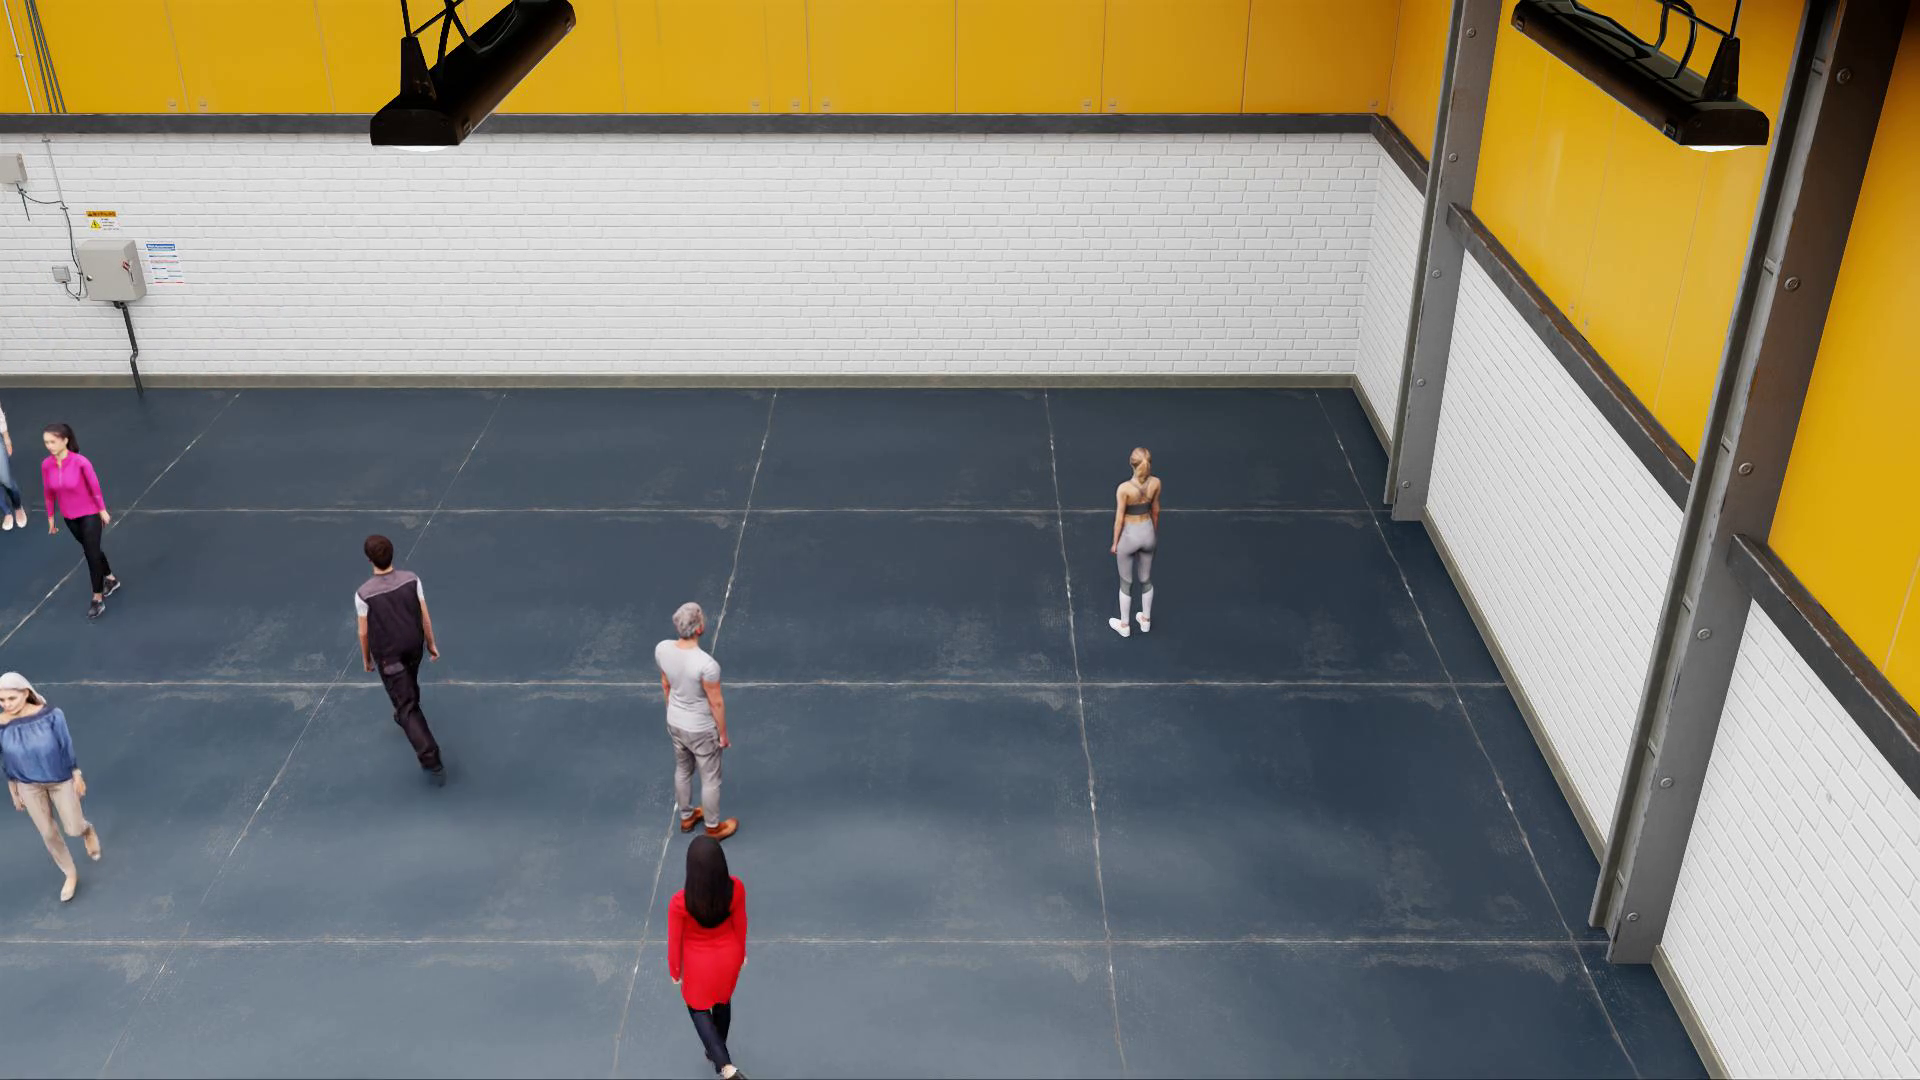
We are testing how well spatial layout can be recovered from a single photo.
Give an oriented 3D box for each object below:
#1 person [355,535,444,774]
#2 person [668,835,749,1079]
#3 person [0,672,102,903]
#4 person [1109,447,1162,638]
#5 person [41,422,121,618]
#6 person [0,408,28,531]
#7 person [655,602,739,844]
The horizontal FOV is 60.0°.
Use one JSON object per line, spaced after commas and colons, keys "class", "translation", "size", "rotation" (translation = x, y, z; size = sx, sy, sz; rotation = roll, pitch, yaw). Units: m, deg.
{"class": "person", "translation": [-4.014, 0.861, 12.004], "size": [1.155, 1.804, 1.255], "rotation": [-22, 36, -35]}
{"class": "person", "translation": [-1.352, 2.412, 9.235], "size": [0.852, 1.733, 0.987], "rotation": [-14, 32, -24]}
{"class": "person", "translation": [-5.943, 1.552, 10.862], "size": [0.719, 1.684, 0.828], "rotation": [-7, 29, -12]}
{"class": "person", "translation": [1.454, 0.007, 13.674], "size": [0.634, 1.704, 0.651], "rotation": [-10, 30, -17]}
{"class": "person", "translation": [-7.436, -0.250, 14.174], "size": [0.624, 1.676, 0.905], "rotation": [2, 29, 4]}
{"class": "person", "translation": [-8.991, -0.914, 15.348], "size": [0.651, 1.716, 0.677], "rotation": [-8, 30, -15]}
{"class": "person", "translation": [-1.806, 1.247, 11.271], "size": [0.774, 1.828, 0.782], "rotation": [18, 33, 29]}
